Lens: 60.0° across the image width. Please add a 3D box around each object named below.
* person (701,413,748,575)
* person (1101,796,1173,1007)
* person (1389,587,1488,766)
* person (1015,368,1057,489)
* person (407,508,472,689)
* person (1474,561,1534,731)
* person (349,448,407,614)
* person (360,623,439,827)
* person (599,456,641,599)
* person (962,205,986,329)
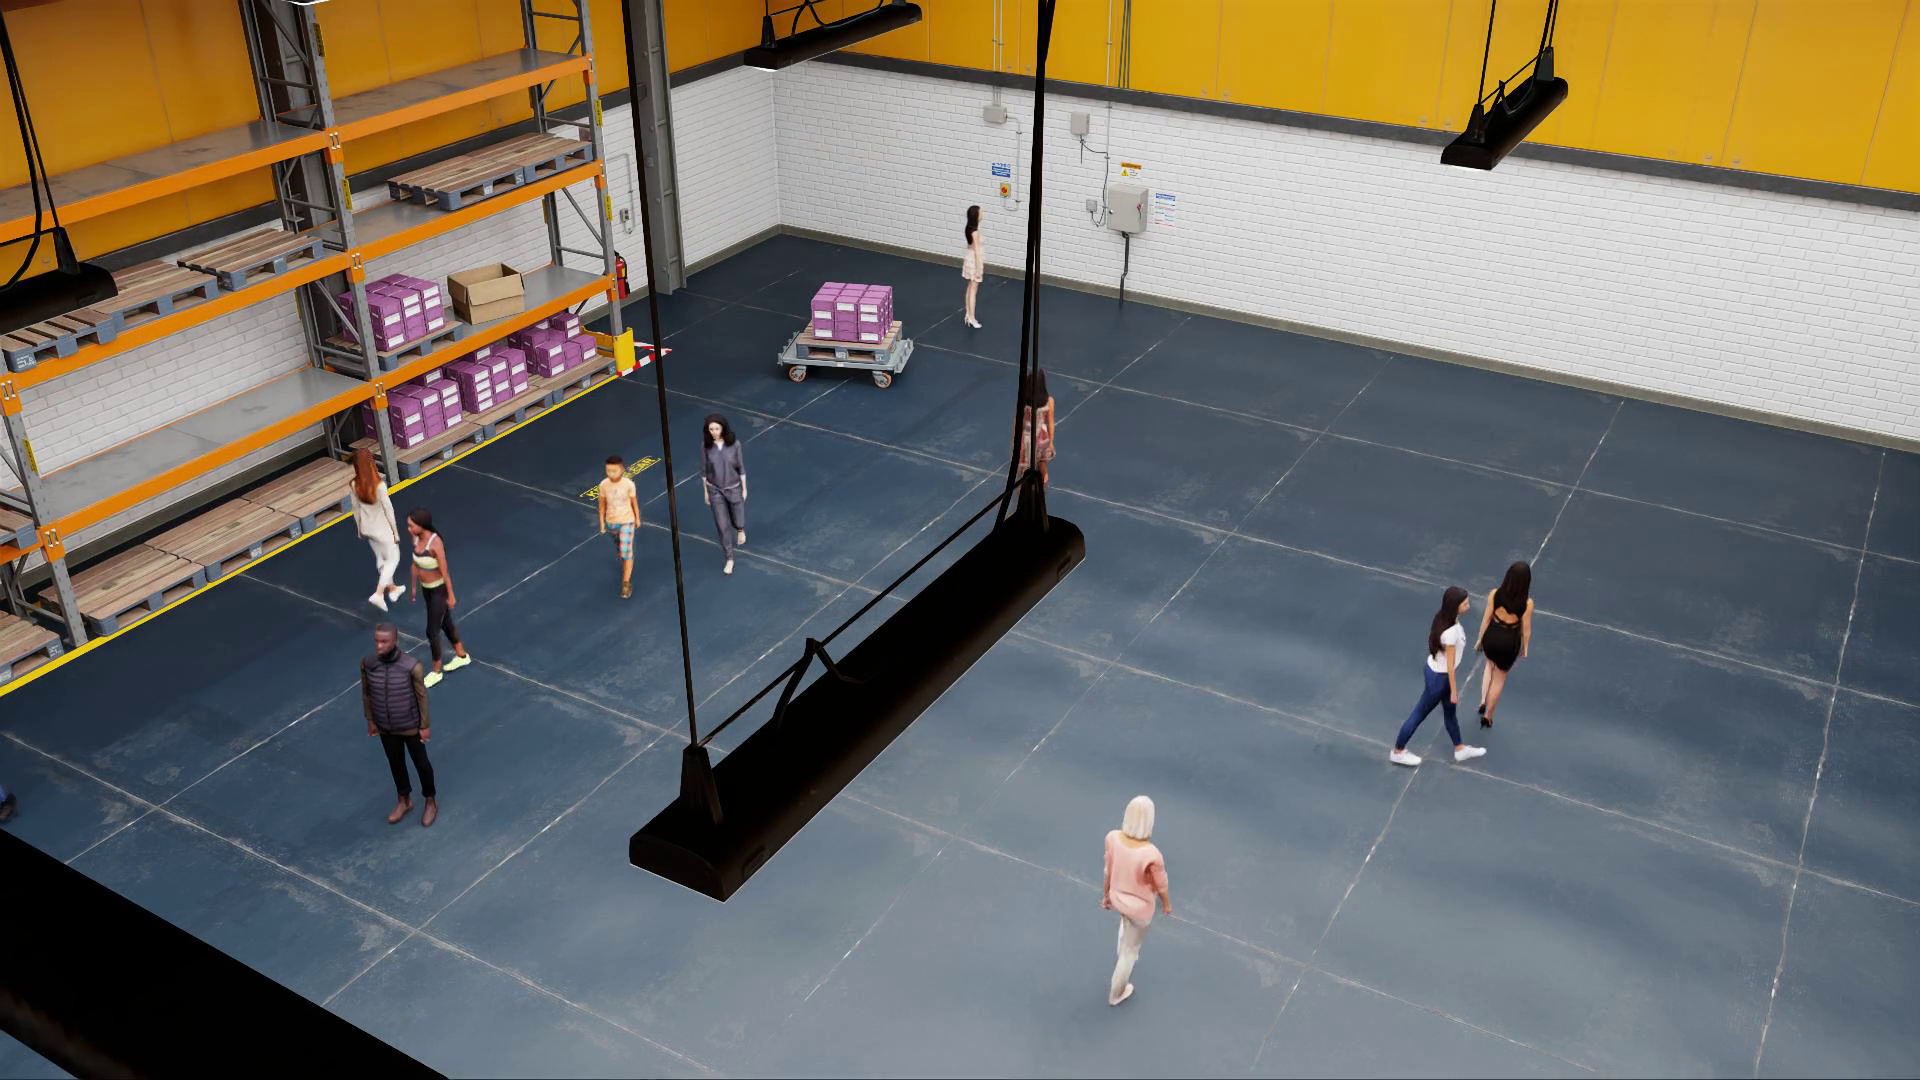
[{"bbox_3d":[-2.424,-0.537,17.119,0.843,1.740,0.957,-2,29,-4],"label":"person"},{"bbox_3d":[1.145,2.543,11.504,0.680,1.710,0.797,22,36,35],"label":"person"},{"bbox_3d":[3.920,1.172,13.990,0.885,1.737,1.048,6,29,10],"label":"person"},{"bbox_3d":[0.790,-1.058,18.229,0.855,1.593,1.195,6,29,10],"label":"person"},{"bbox_3d":[-4.742,0.456,15.306,0.678,1.734,0.884,22,36,35],"label":"person"},{"bbox_3d":[4.686,0.965,14.479,0.593,1.631,0.603,18,33,29],"label":"person"},{"bbox_3d":[-5.740,-0.059,16.298,0.740,1.688,0.947,7,29,13],"label":"person"},{"bbox_3d":[-4.489,1.464,13.350,0.769,1.836,0.725,3,29,6],"label":"person"},{"bbox_3d":[-3.425,-0.215,16.845,0.841,1.437,1.057,1,29,2],"label":"person"},{"bbox_3d":[0.178,-3.805,23.115,0.716,1.735,0.650,-6,29,-11],"label":"person"}]
